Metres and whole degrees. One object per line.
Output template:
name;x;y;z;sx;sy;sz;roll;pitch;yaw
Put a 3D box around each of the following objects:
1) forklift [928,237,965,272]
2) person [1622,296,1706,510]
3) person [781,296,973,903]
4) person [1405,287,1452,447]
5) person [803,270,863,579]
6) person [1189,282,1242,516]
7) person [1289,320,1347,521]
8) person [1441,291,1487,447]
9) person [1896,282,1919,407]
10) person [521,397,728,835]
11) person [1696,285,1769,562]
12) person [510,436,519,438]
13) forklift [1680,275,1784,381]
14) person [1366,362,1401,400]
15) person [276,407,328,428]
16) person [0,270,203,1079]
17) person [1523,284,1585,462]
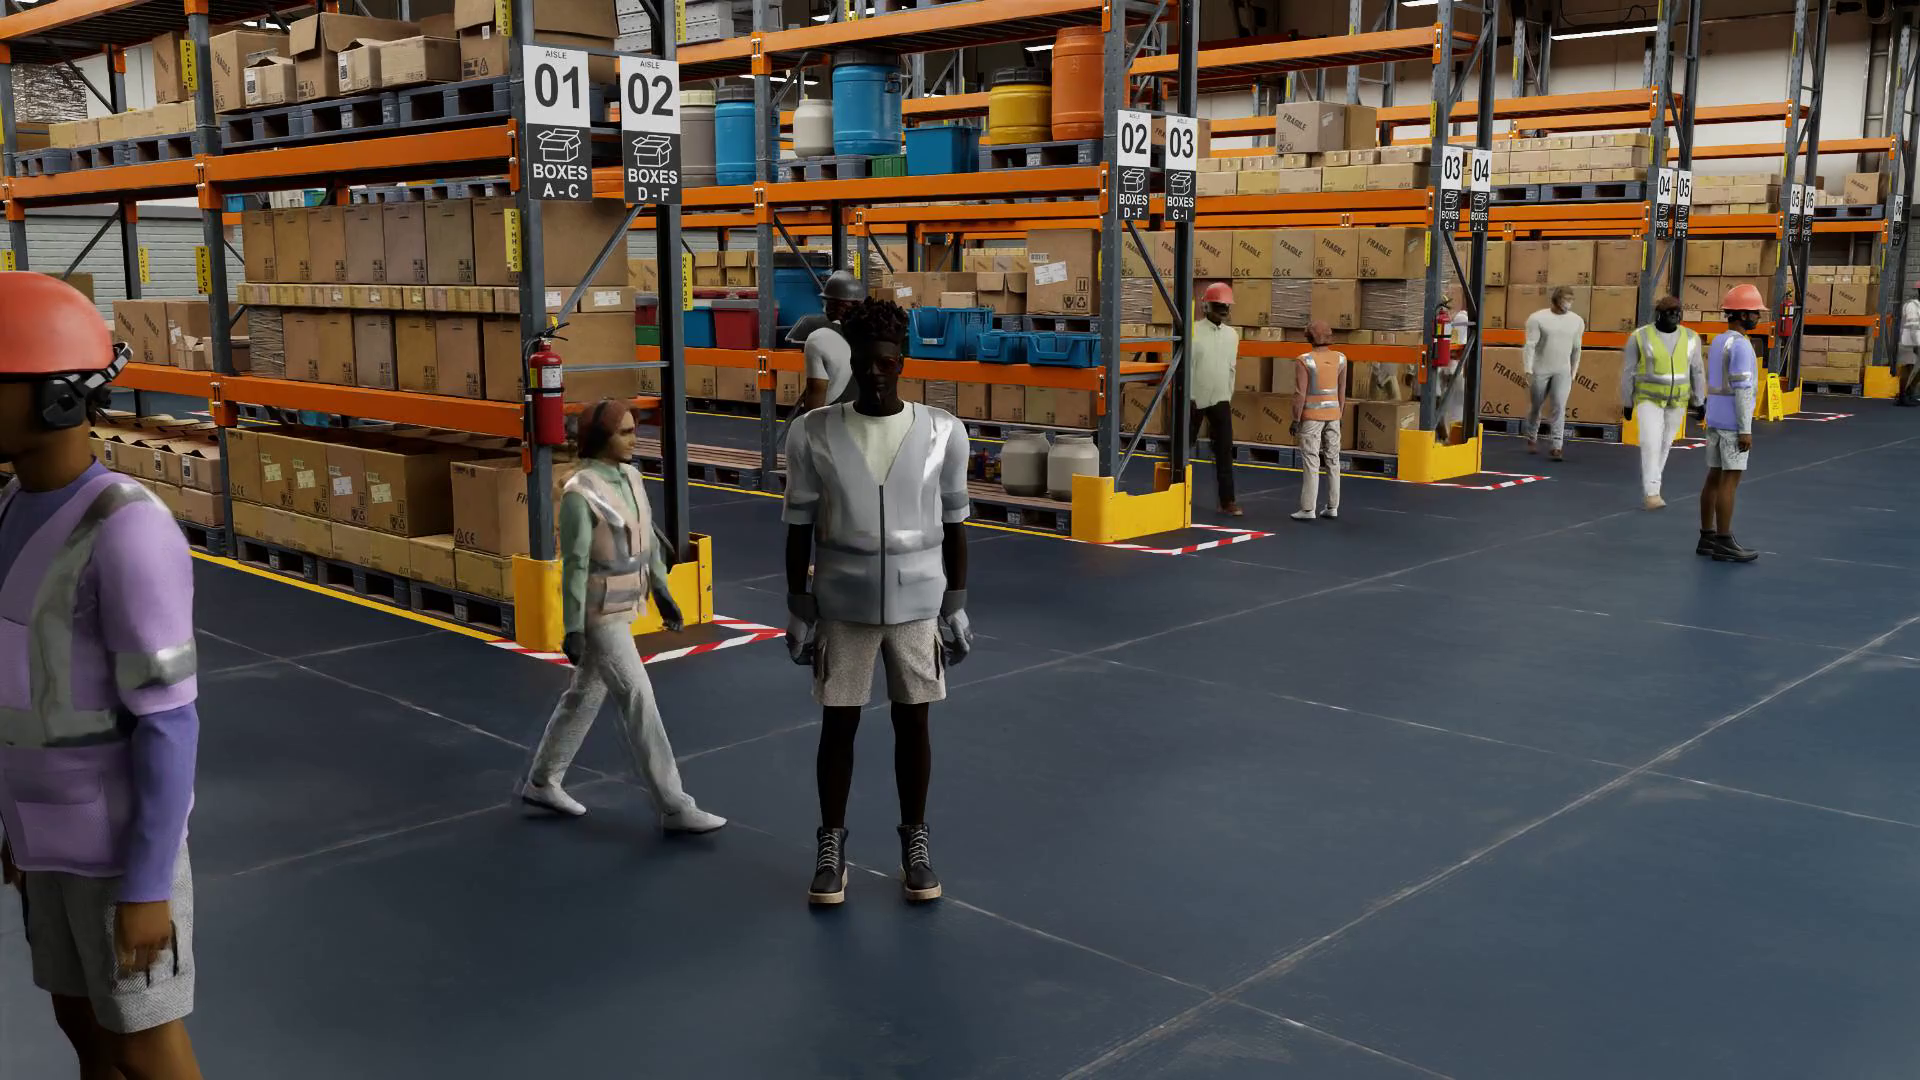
forklift;-0.326;-5.817;39.609;1.129;2.768;1.873;9;13;43
person;6.035;-1.159;14.180;0.637;1.804;0.866;0;9;0
person;-0.263;0.202;5.369;0.613;1.963;0.362;-1;9;-7
person;5.161;-1.851;17.843;0.635;2.000;0.983;-9;13;-43
person;-0.788;-0.740;11.049;0.689;2.000;0.539;-8;12;-39
person;2.086;-1.223;14.219;0.611;1.951;1.020;-4;10;-21
person;2.927;-0.974;13.583;0.514;1.640;0.310;-4;10;-25
person;5.466;-1.818;18.089;0.492;1.855;0.661;4;10;22
person;14.318;-2.955;24.876;0.561;1.915;0.452;-5;11;-29
person;-1.280;0.271;6.080;0.851;1.597;0.523;2;9;10
person;5.488;-0.833;11.806;0.356;1.939;0.543;0;9;2
person;-3.818;-1.260;14.777;0.403;1.822;0.589;8;12;41
forklift;12.480;-3.427;27.053;1.214;2.155;2.313;9;13;43
person;4.887;-1.855;19.136;0.505;1.587;0.848;-5;11;-28
person;-6.065;-1.372;15.454;0.604;1.815;0.791;-8;12;-41
person;-1.626;0.539;3.067;0.605;2.045;0.385;8;12;41
person;6.439;-1.841;18.123;0.640;1.904;0.993;2;9;10
